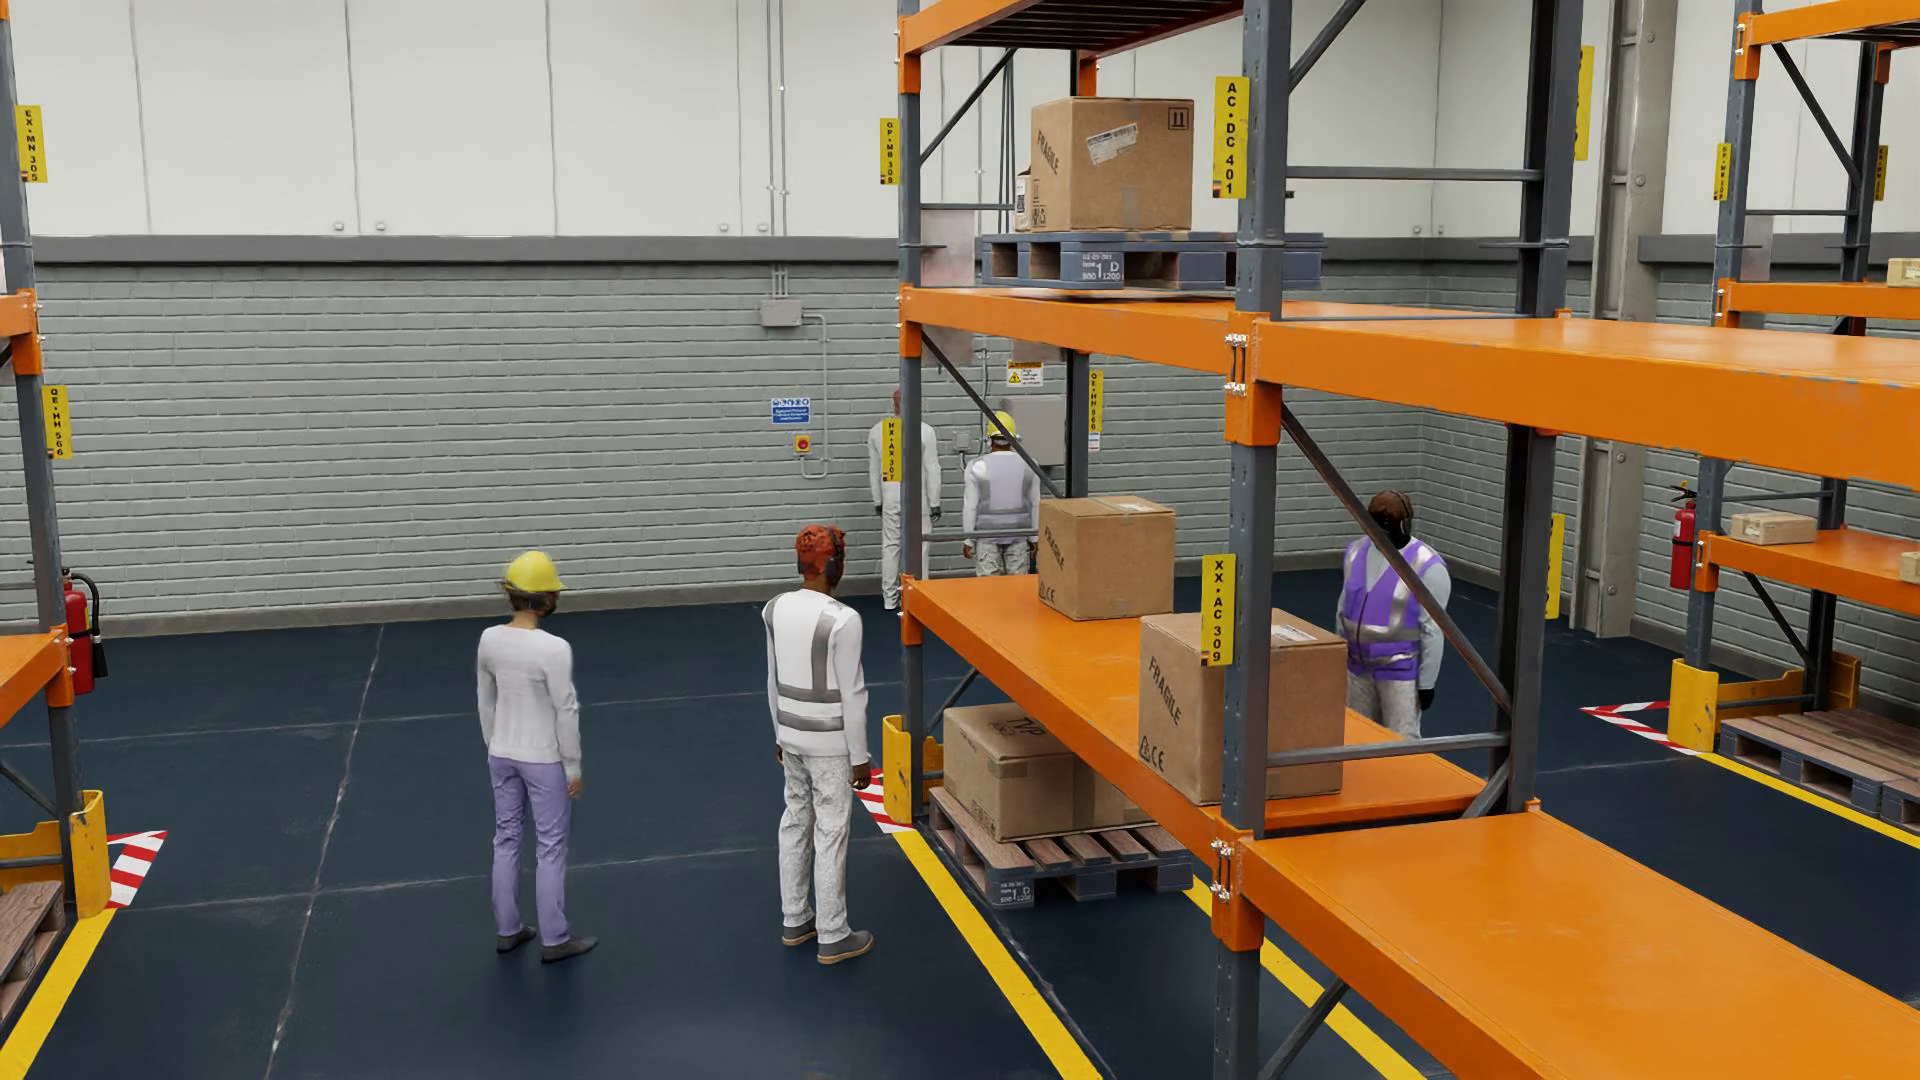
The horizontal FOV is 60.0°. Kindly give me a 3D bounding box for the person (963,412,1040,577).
[{"bbox_3d":[0.303,-0.040,12.392,0.602,1.830,0.404,-2,10,-13],"label":"person"}]

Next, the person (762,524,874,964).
[{"bbox_3d":[-0.602,0.863,7.120,0.575,1.880,0.358,10,14,44],"label":"person"}]

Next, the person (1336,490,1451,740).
[{"bbox_3d":[2.158,0.654,8.453,0.429,1.837,0.629,-7,12,-36],"label":"person"}]

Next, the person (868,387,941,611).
[{"bbox_3d":[-0.434,-0.338,13.875,0.639,1.911,0.406,5,11,25],"label":"person"}]

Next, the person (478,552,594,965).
[{"bbox_3d":[-1.819,0.924,7.115,0.555,1.760,0.342,5,11,28],"label":"person"}]
